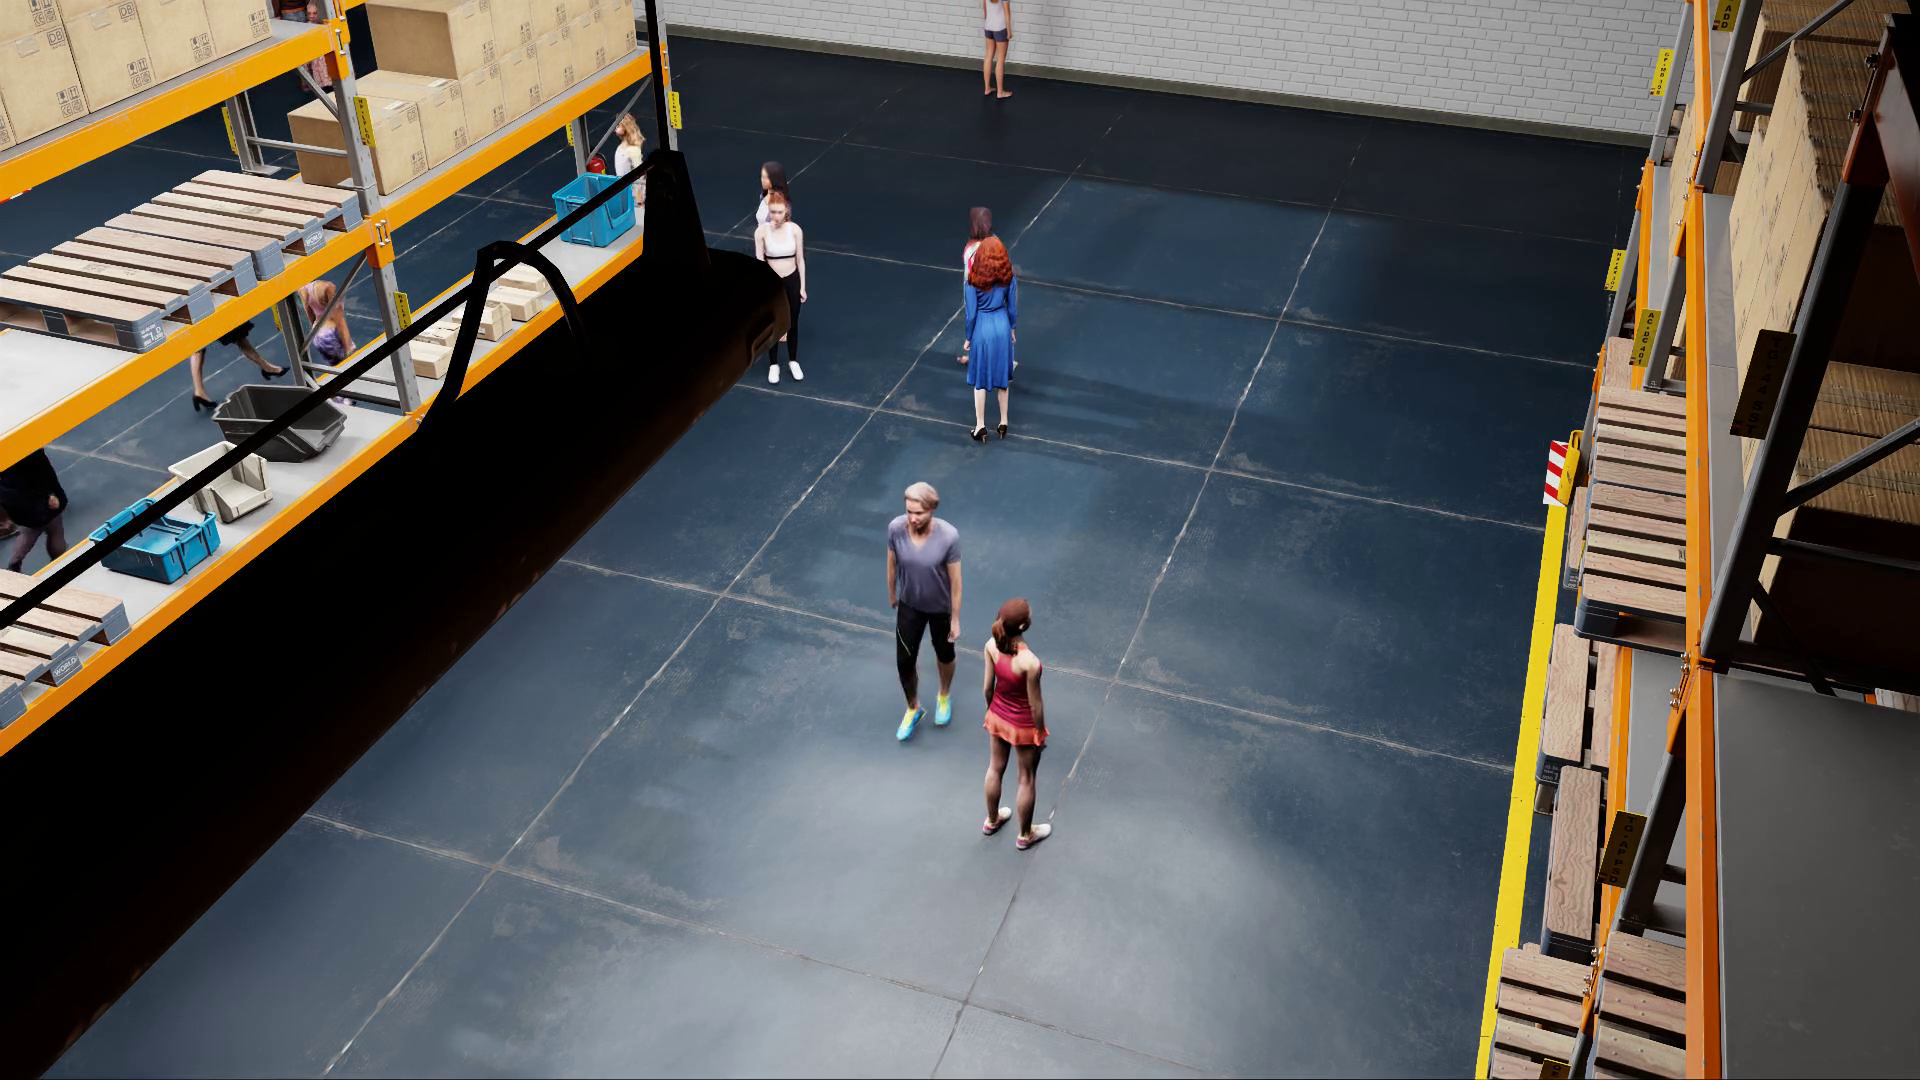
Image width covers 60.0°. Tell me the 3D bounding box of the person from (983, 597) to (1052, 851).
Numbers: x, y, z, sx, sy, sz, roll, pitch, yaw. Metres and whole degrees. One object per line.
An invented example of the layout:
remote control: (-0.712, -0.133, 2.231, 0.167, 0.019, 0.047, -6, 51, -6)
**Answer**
person: (0.317, 1.064, 9.751, 0.630, 1.753, 0.645, 23, 40, 30)

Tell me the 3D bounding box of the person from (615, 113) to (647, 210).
person: (-3.118, -3.412, 16.550, 1.221, 1.680, 1.107, -18, 38, -25)

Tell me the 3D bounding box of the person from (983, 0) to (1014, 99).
person: (0.462, -6.523, 21.183, 0.680, 1.733, 0.678, -29, 43, -36)

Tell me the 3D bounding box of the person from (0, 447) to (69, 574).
person: (-6.737, -0.320, 11.913, 0.698, 1.664, 0.862, 15, 36, 21)

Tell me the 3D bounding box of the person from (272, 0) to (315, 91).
person: (-8.572, -6.725, 21.442, 0.626, 1.782, 0.777, -28, 43, -36)

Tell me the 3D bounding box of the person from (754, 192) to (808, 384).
person: (-1.581, -2.241, 14.733, 0.675, 1.742, 0.700, -7, 34, -11)

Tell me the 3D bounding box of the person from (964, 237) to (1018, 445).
person: (0.246, -1.643, 13.756, 0.713, 1.828, 0.759, -11, 35, -17)

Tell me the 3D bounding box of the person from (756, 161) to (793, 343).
person: (-1.704, -2.693, 15.444, 0.679, 1.708, 0.676, -27, 42, -35)

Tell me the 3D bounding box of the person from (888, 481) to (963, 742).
person: (-0.188, 0.378, 10.682, 0.733, 1.864, 0.804, 4, 34, 7)

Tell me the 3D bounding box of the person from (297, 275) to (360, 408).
person: (-5.219, -1.571, 13.713, 0.569, 1.755, 0.748, 12, 35, 17)

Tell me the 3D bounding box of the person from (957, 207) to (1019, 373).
person: (0.252, -2.149, 14.733, 0.873, 1.589, 1.000, 25, 41, 32)

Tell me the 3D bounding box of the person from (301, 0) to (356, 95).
person: (-7.358, -5.452, 19.529, 0.806, 1.782, 1.000, 6, 34, 8)
